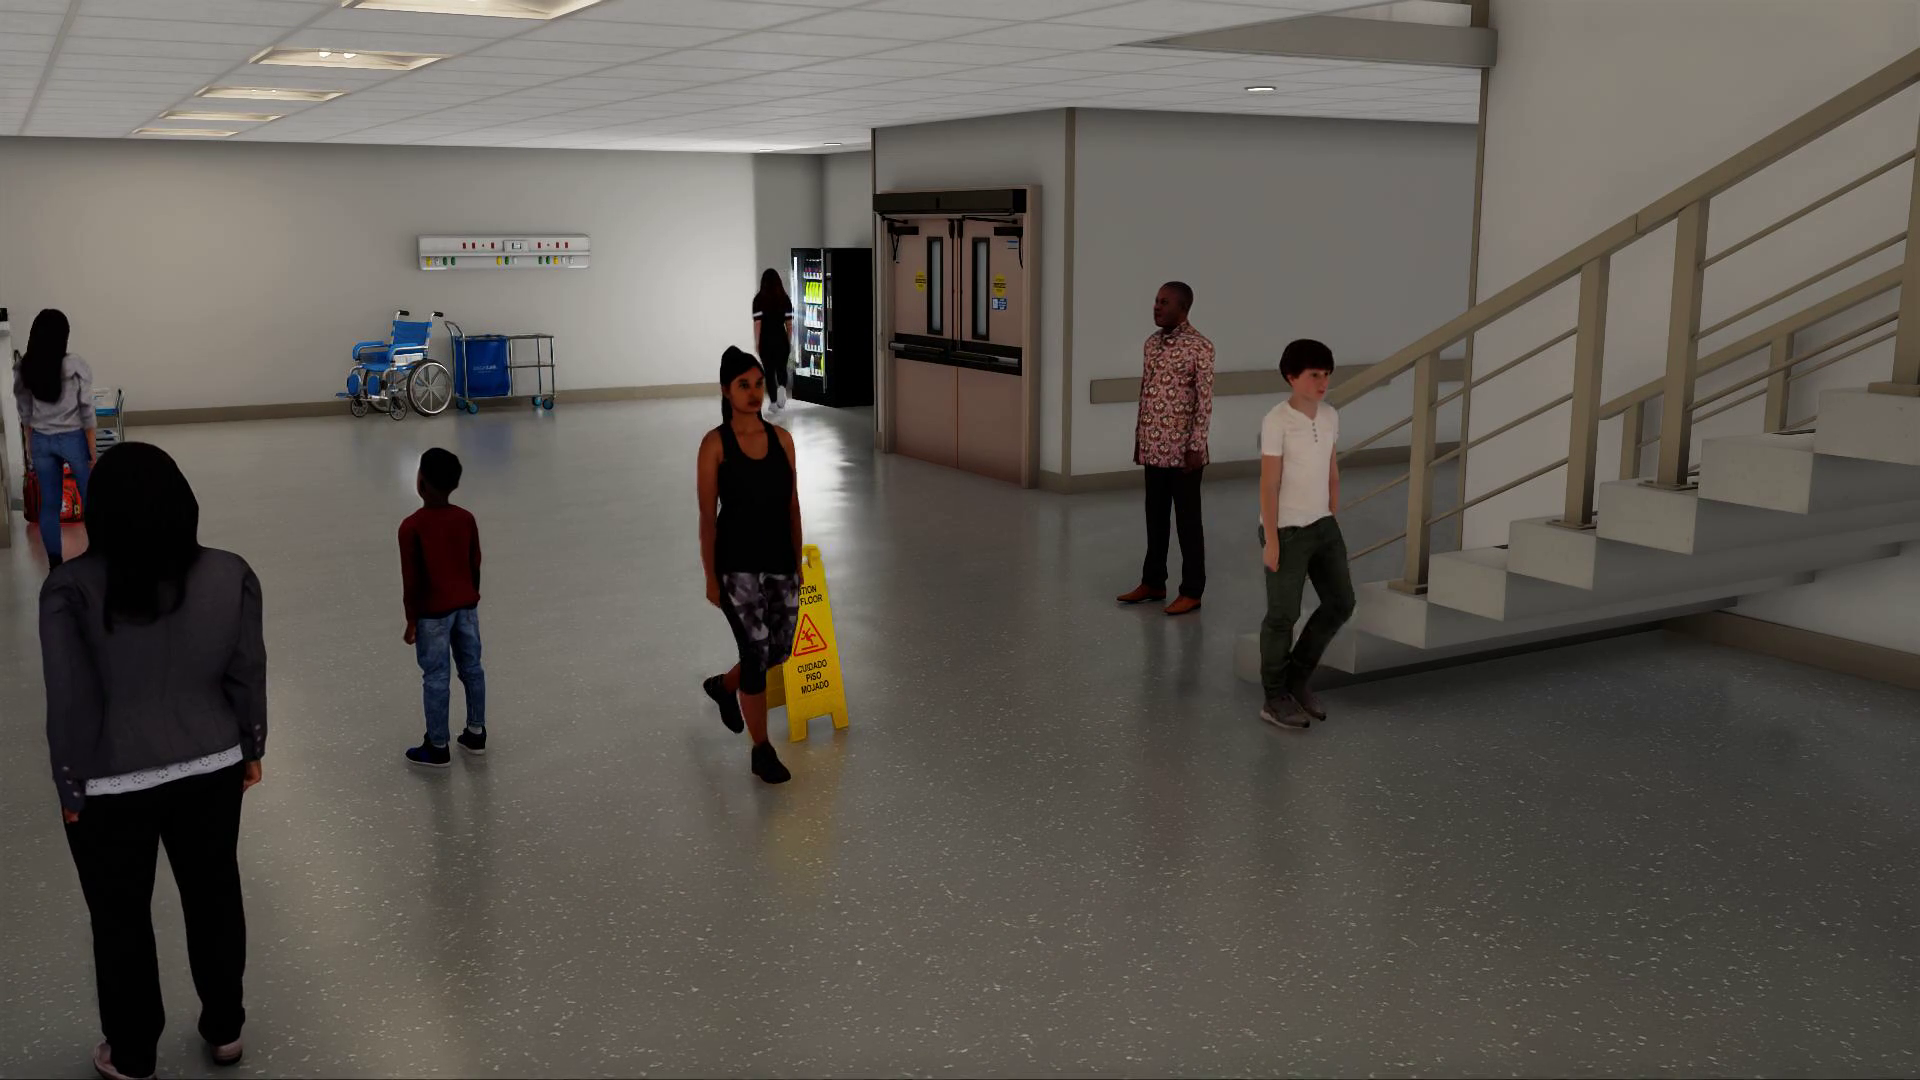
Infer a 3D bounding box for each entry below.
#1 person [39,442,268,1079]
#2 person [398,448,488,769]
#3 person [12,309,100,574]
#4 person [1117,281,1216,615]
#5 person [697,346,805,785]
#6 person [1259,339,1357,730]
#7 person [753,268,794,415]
[{"bbox_3d":[-1.980,0.553,4.095,0.734,1.599,0.734,-10,15,-43],"label":"person"},{"bbox_3d":[-2.034,0.258,6.569,0.586,1.256,0.569,8,14,37],"label":"person"},{"bbox_3d":[-5.311,-0.522,9.763,0.858,1.598,1.075,-1,11,-7],"label":"person"},{"bbox_3d":[1.182,-0.523,9.209,0.766,1.808,0.569,-8,14,-37],"label":"person"},{"bbox_3d":[-0.831,0.088,6.417,0.671,1.648,0.903,-8,14,-38],"label":"person"},{"bbox_3d":[1.380,-0.028,7.042,0.589,1.642,0.583,-6,12,-29],"label":"person"},{"bbox_3d":[-2.056,-2.189,18.484,0.741,1.623,1.013,-4,11,-18],"label":"person"}]
